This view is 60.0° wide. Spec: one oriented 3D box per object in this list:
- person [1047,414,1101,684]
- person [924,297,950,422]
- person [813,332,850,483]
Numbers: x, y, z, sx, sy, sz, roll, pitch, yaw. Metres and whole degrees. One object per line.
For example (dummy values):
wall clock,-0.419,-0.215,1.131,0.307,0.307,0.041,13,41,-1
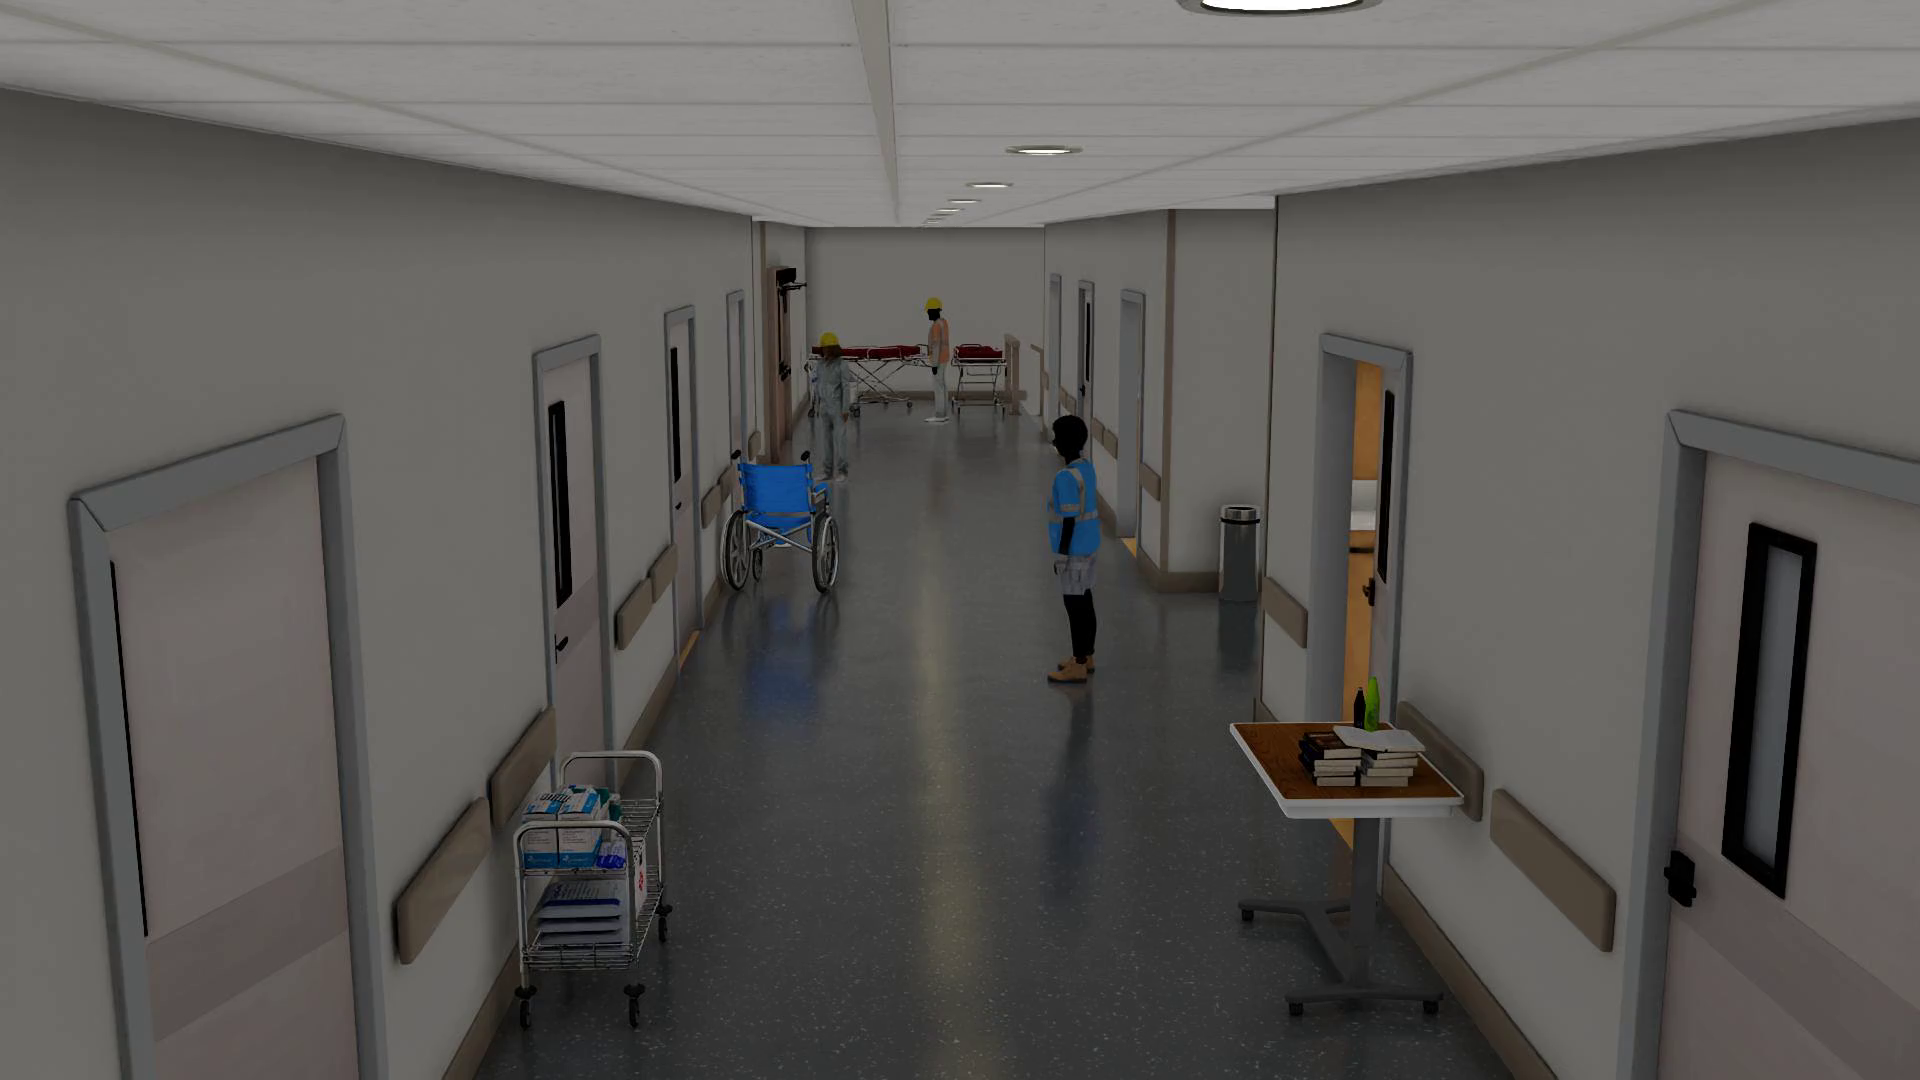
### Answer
person,0.715,0.056,10.498,0.320,1.697,0.537,4,11,19
person,-0.362,-2.775,25.666,0.393,1.918,0.585,2,10,10
person,-1.483,-1.526,19.193,0.489,1.743,0.311,8,13,36
